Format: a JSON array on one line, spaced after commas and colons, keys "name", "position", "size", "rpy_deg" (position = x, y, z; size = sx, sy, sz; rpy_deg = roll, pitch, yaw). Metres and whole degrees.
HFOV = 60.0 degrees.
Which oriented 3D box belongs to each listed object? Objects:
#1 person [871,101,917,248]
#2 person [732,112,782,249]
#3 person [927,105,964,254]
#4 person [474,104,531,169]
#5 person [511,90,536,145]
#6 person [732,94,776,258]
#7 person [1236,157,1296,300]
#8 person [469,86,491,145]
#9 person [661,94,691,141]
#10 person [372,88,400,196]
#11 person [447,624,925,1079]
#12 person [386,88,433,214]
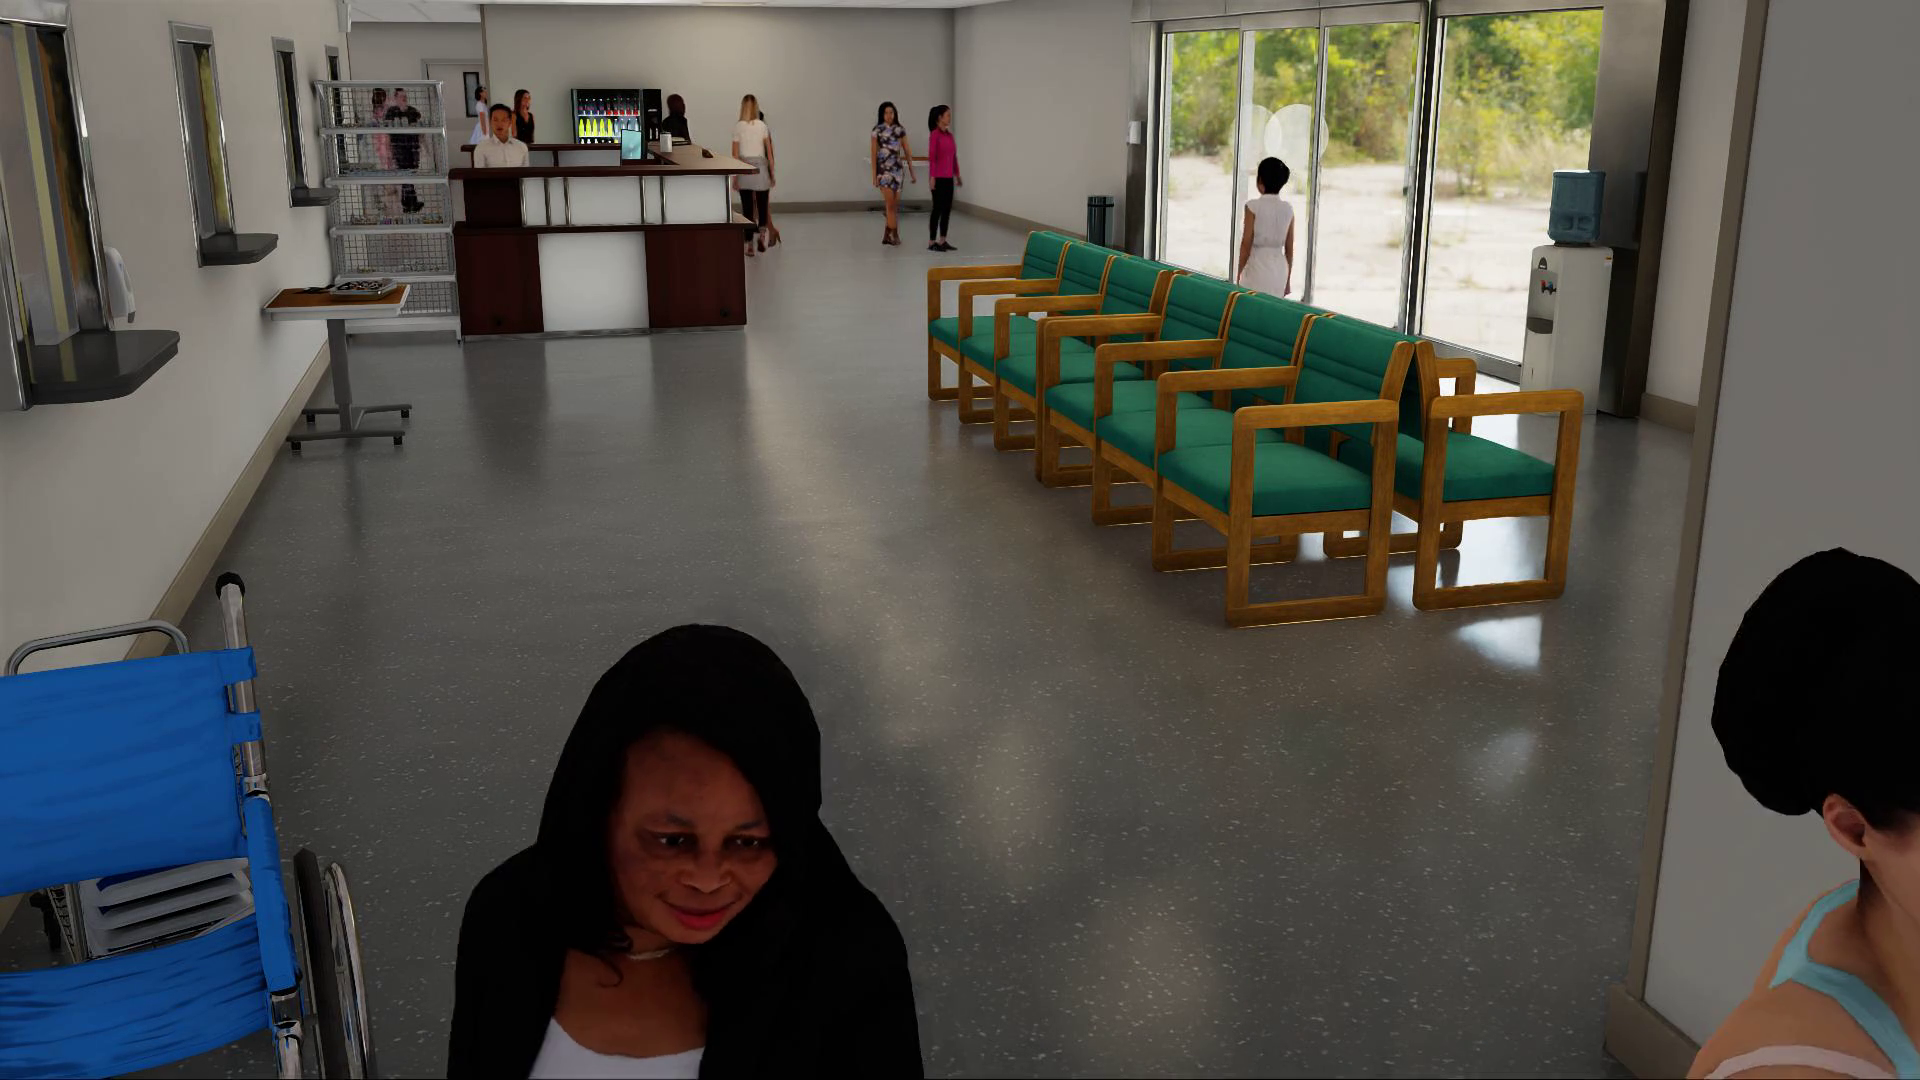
[{"name": "person", "position": [-0.869, -4.396, 20.093], "size": [0.940, 1.703, 0.791], "rpy_deg": [-9, 18, -28]}, {"name": "person", "position": [-2.371, -4.226, 19.703], "size": [0.964, 1.588, 1.057], "rpy_deg": [15, 22, 43]}, {"name": "person", "position": [-0.250, -4.267, 19.652], "size": [0.779, 1.694, 0.707], "rpy_deg": [11, 19, 34]}, {"name": "person", "position": [-3.939, -2.856, 14.434], "size": [0.597, 1.809, 0.784], "rpy_deg": [-10, 19, -32]}, {"name": "person", "position": [-6.015, -5.171, 22.678], "size": [1.075, 1.792, 1.155], "rpy_deg": [14, 21, 40]}, {"name": "person", "position": [-2.348, -4.105, 18.865], "size": [0.807, 1.809, 0.754], "rpy_deg": [-3, 16, -11]}, {"name": "person", "position": [1.980, -1.653, 10.663], "size": [0.797, 1.541, 0.735], "rpy_deg": [-7, 17, -24]}, {"name": "person", "position": [-8.761, -7.426, 30.635], "size": [0.761, 1.815, 0.737], "rpy_deg": [-2, 16, -6]}, {"name": "person", "position": [-3.413, -4.438, 20.021], "size": [0.624, 1.822, 0.710], "rpy_deg": [-3, 16, -9]}, {"name": "person", "position": [-9.862, -6.833, 28.554], "size": [0.697, 1.801, 0.689], "rpy_deg": [5, 16, 16]}, {"name": "person", "position": [-0.241, 0.815, 1.809], "size": [0.800, 1.595, 0.894], "rpy_deg": [5, 17, 18]}, {"name": "person", "position": [-8.236, -5.737, 24.681], "size": [1.242, 1.794, 1.145], "rpy_deg": [-15, 22, -42]}]
